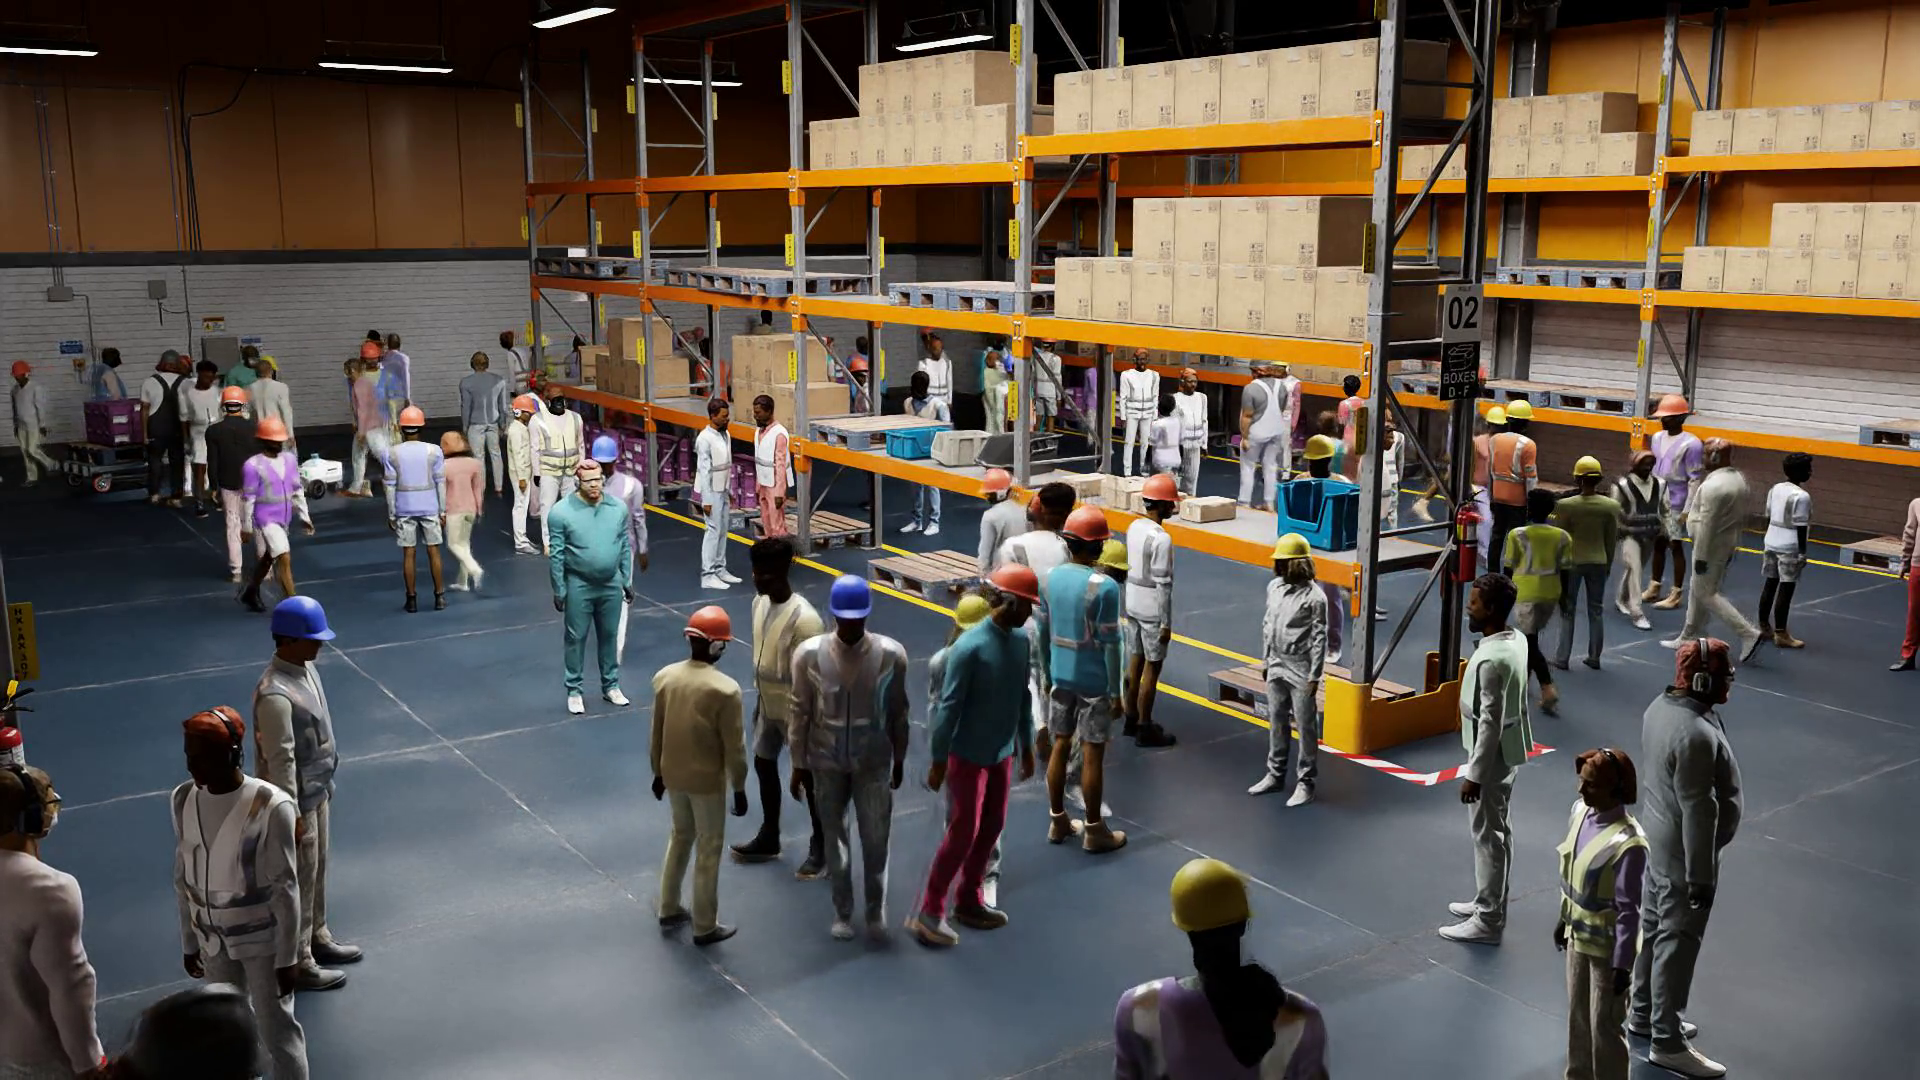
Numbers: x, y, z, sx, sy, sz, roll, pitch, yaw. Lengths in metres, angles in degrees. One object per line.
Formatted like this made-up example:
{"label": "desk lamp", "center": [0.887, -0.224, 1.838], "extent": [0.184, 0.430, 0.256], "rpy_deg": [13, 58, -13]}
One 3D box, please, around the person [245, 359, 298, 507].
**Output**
{"label": "person", "center": [-8.632, -1.318, 20.957], "extent": [0.679, 1.903, 0.607], "rpy_deg": [2, 11, 12]}

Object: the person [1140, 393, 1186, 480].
{"label": "person", "center": [2.406, -0.887, 19.391], "extent": [0.869, 1.653, 0.533], "rpy_deg": [10, 15, 42]}

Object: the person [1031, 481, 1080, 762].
{"label": "person", "center": [0.684, 0.564, 11.207], "extent": [0.562, 1.941, 0.620], "rpy_deg": [5, 12, 26]}

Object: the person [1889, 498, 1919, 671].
{"label": "person", "center": [7.831, 0.233, 13.367], "extent": [0.312, 1.767, 0.533], "rpy_deg": [-9, 14, -38]}

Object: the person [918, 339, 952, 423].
{"label": "person", "center": [-0.342, -2.070, 24.904], "extent": [0.611, 1.859, 0.643], "rpy_deg": [-5, 12, -25]}

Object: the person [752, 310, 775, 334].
{"label": "person", "center": [-3.736, -3.459, 31.885], "extent": [0.587, 1.914, 0.390], "rpy_deg": [9, 14, 39]}

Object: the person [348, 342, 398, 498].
{"label": "person", "center": [-7.722, -1.584, 21.952], "extent": [0.605, 2.044, 0.375], "rpy_deg": [-8, 13, -34]}

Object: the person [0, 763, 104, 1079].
{"label": "person", "center": [-3.102, 1.684, 5.548], "extent": [0.623, 1.932, 0.373], "rpy_deg": [7, 13, 31]}

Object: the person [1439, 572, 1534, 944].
{"label": "person", "center": [2.709, 1.109, 8.487], "extent": [0.391, 1.920, 0.587], "rpy_deg": [6, 12, 27]}

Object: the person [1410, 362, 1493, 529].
{"label": "person", "center": [5.945, -1.137, 19.817], "extent": [1.086, 1.997, 0.627], "rpy_deg": [4, 12, 20]}

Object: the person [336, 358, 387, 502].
{"label": "person", "center": [-7.689, -1.426, 21.637], "extent": [0.855, 1.887, 0.653], "rpy_deg": [-5, 12, -24]}

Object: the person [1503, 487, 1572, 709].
{"label": "person", "center": [4.396, 0.431, 12.612], "extent": [0.521, 1.661, 0.806], "rpy_deg": [-3, 11, -16]}

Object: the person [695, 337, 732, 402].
{"label": "person", "center": [-3.572, -1.963, 24.091], "extent": [0.611, 1.962, 0.364], "rpy_deg": [-9, 14, -39]}

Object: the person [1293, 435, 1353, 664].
{"label": "person", "center": [2.977, 0.074, 13.802], "extent": [0.584, 1.918, 0.409], "rpy_deg": [10, 15, 42]}

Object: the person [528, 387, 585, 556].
{"label": "person", "center": [-4.389, -0.755, 18.228], "extent": [0.626, 1.844, 0.429], "rpy_deg": [-7, 13, -32]}

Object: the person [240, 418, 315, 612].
{"label": "person", "center": [-6.377, -0.202, 15.326], "extent": [1.009, 1.891, 0.554], "rpy_deg": [4, 12, 21]}

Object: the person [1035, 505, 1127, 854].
{"label": "person", "center": [0.721, 0.807, 9.714], "extent": [0.605, 2.045, 0.378], "rpy_deg": [10, 15, 42]}

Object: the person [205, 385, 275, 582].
{"label": "person", "center": [-7.296, -0.569, 16.880], "extent": [0.611, 1.996, 0.379], "rpy_deg": [-5, 12, -25]}

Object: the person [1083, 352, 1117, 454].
{"label": "person", "center": [2.146, -2.090, 25.613], "extent": [0.543, 1.621, 0.608], "rpy_deg": [3, 11, 15]}

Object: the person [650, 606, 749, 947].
{"label": "person", "center": [-1.312, 1.198, 8.533], "extent": [0.592, 1.727, 0.444], "rpy_deg": [8, 14, 36]}

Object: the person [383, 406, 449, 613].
{"label": "person", "center": [-5.088, -0.284, 15.569], "extent": [0.547, 1.938, 0.379], "rpy_deg": [-4, 12, -18]}

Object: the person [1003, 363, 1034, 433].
{"label": "person", "center": [0.717, -1.224, 20.307], "extent": [0.369, 1.965, 0.608], "rpy_deg": [4, 12, 19]}

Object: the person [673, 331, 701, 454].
{"label": "person", "center": [-4.262, -2.302, 25.967], "extent": [0.643, 1.912, 0.410], "rpy_deg": [3, 12, 16]}

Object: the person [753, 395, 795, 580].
{"label": "person", "center": [-1.910, -0.530, 16.917], "extent": [0.397, 1.909, 0.597], "rpy_deg": [-6, 13, -29]}

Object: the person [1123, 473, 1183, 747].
{"label": "person", "center": [1.357, 0.489, 11.655], "extent": [0.382, 1.929, 0.539], "rpy_deg": [-4, 12, -20]}

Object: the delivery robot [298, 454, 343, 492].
{"label": "delivery robot", "center": [-8.523, -0.895, 22.007], "extent": [0.477, 0.478, 0.707], "rpy_deg": [4, 12, 22]}

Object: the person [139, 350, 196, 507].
{"label": "person", "center": [-10.161, -1.463, 21.338], "extent": [0.719, 2.000, 0.832], "rpy_deg": [-7, 13, -33]}

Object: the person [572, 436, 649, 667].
{"label": "person", "center": [-2.928, 0.056, 13.947], "extent": [0.654, 1.913, 0.879], "rpy_deg": [0, 11, -1]}

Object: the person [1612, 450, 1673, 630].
{"label": "person", "center": [6.193, -0.036, 15.189], "extent": [0.515, 1.596, 0.885], "rpy_deg": [-1, 11, -6]}

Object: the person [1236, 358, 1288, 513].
{"label": "person", "center": [3.712, -1.328, 20.648], "extent": [0.700, 2.000, 0.537], "rpy_deg": [-6, 13, -28]}

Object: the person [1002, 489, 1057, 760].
{"label": "person", "center": [0.568, 0.586, 11.328], "extent": [0.580, 1.863, 0.734], "rpy_deg": [-2, 11, -8]}

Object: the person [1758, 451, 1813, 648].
{"label": "person", "center": [7.135, 0.074, 14.348], "extent": [0.319, 1.698, 0.538], "rpy_deg": [-1, 11, -3]}

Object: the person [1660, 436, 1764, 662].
{"label": "person", "center": [6.338, 0.074, 13.882], "extent": [0.794, 1.883, 0.655], "rpy_deg": [10, 15, 41]}

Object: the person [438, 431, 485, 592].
{"label": "person", "center": [-4.858, -0.260, 16.273], "extent": [0.606, 1.614, 0.510], "rpy_deg": [9, 14, 38]}

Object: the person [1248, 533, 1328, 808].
{"label": "person", "center": [2.078, 0.811, 10.465], "extent": [0.313, 1.744, 0.487], "rpy_deg": [-8, 13, -35]}

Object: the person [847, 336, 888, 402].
{"label": "person", "center": [-1.480, -2.333, 26.416], "extent": [0.683, 1.803, 0.640], "rpy_deg": [-11, 15, -44]}

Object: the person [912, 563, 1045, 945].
{"label": "person", "center": [0.142, 1.084, 8.546], "extent": [0.471, 1.945, 0.693], "rpy_deg": [9, 14, 37]}

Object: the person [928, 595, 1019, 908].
{"label": "person", "center": [0.074, 1.101, 9.121], "extent": [0.503, 1.689, 0.962], "rpy_deg": [-1, 11, -4]}

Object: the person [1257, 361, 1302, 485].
{"label": "person", "center": [4.361, -1.643, 22.784], "extent": [0.589, 1.837, 0.404], "rpy_deg": [8, 13, 35]}
